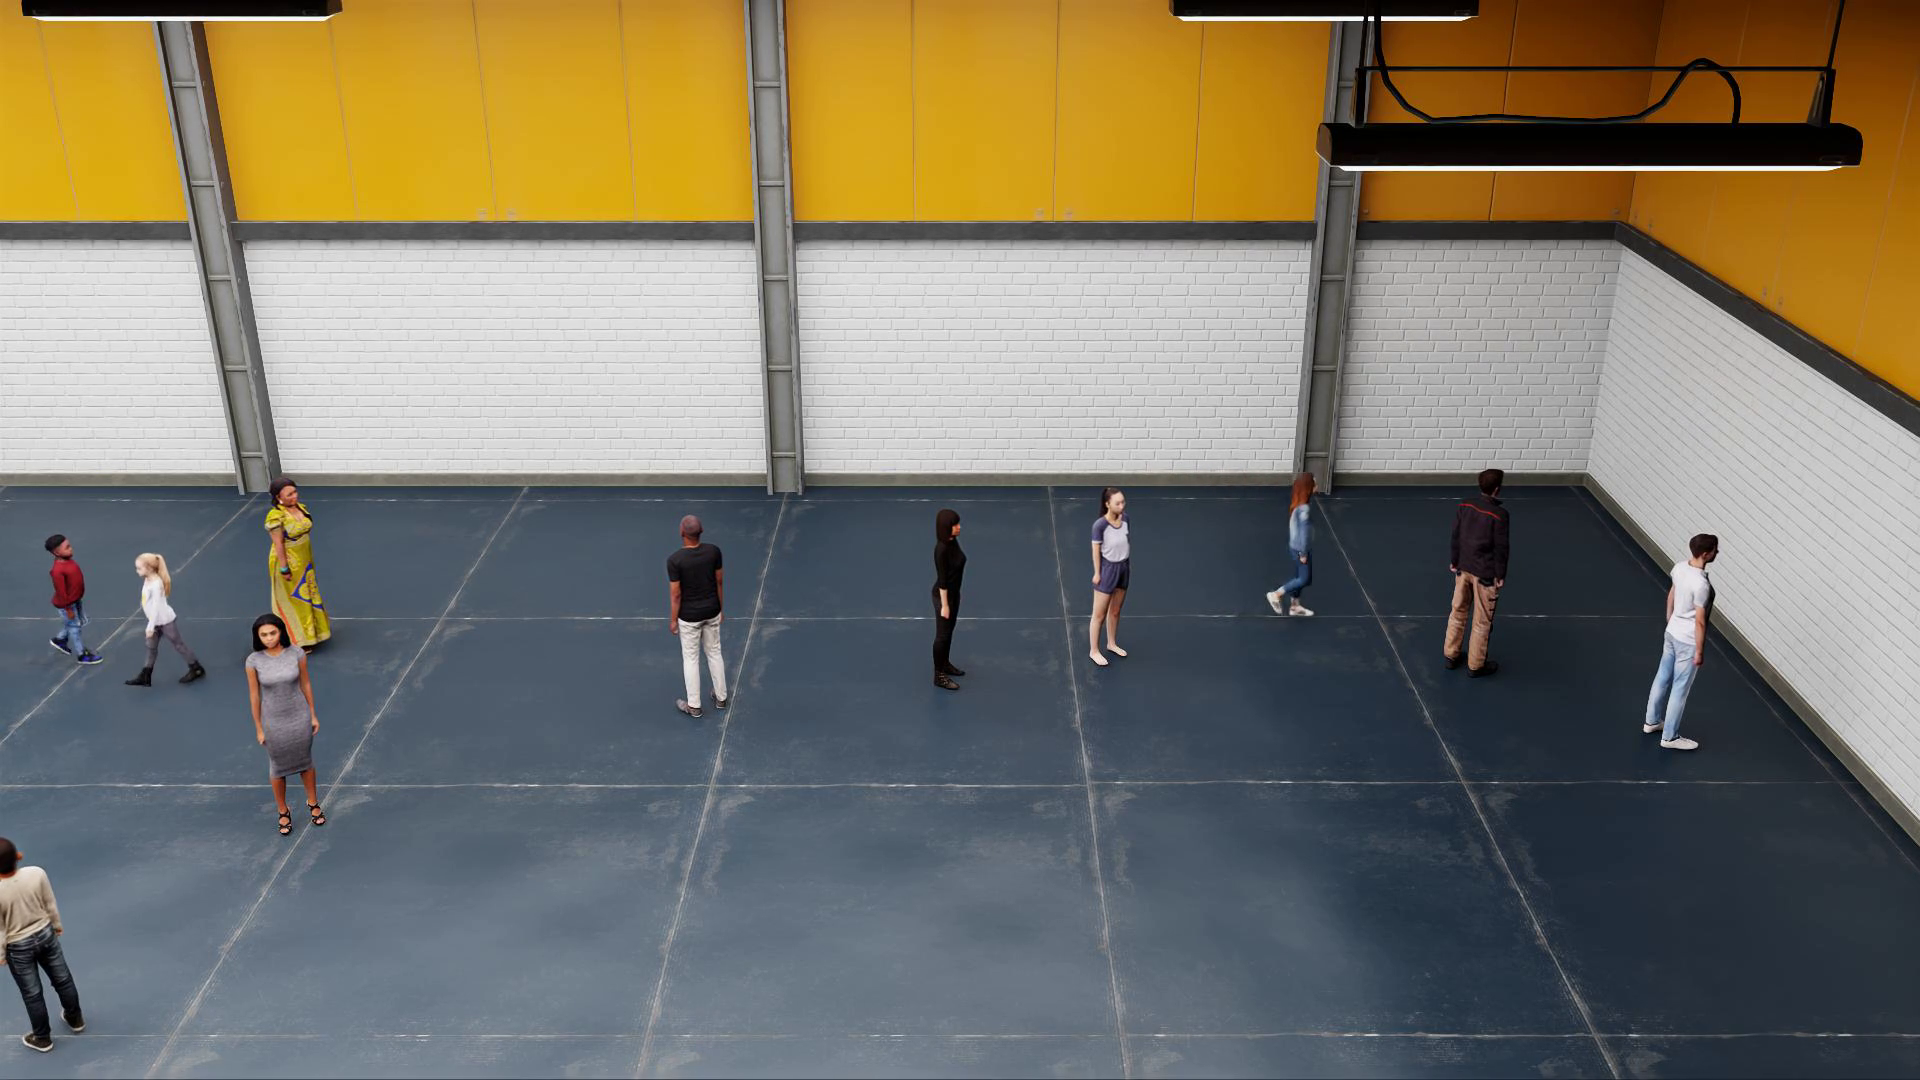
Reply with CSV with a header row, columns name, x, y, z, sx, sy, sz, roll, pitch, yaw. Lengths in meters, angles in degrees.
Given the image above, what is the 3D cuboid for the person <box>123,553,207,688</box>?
name,x,y,z,sx,sy,sz,roll,pitch,yaw
person,-6.895,0.699,14.536,0.912,1.247,0.818,-19,30,-36

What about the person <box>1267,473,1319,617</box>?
name,x,y,z,sx,sy,sz,roll,pitch,yaw
person,3.151,0.068,15.707,0.717,1.466,0.618,3,24,7

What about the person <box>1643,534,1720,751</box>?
name,x,y,z,sx,sy,sz,roll,pitch,yaw
person,5.895,0.801,13.547,0.564,1.851,0.673,-2,24,-5

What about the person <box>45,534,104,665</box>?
name,x,y,z,sx,sy,sz,roll,pitch,yaw
person,-8.049,0.543,14.897,0.698,1.243,0.554,-4,24,-8

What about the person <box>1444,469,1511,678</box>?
name,x,y,z,sx,sy,sz,roll,pitch,yaw
person,4.564,0.272,14.667,0.826,1.924,0.786,-19,30,-37

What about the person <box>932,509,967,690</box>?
name,x,y,z,sx,sy,sz,roll,pitch,yaw
person,-0.122,0.488,14.525,0.577,1.642,0.630,6,24,13

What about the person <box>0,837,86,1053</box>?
name,x,y,z,sx,sy,sz,roll,pitch,yaw
person,-5.715,2.468,10.219,0.660,1.463,0.633,16,28,32

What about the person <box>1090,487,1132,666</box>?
name,x,y,z,sx,sy,sz,roll,pitch,yaw
person,1.344,0.304,14.935,0.659,1.650,0.731,-19,30,-37

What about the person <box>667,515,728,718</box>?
name,x,y,z,sx,sy,sz,roll,pitch,yaw
person,-2.200,0.630,13.996,0.729,1.805,0.818,-16,28,-32

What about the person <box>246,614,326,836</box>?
name,x,y,z,sx,sy,sz,roll,pitch,yaw
person,-5.009,1.357,12.364,0.631,1.781,0.736,-13,27,-27

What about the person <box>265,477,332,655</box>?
name,x,y,z,sx,sy,sz,roll,pitch,yaw
person,-6.074,0.201,15.159,0.836,1.660,0.900,4,24,8
